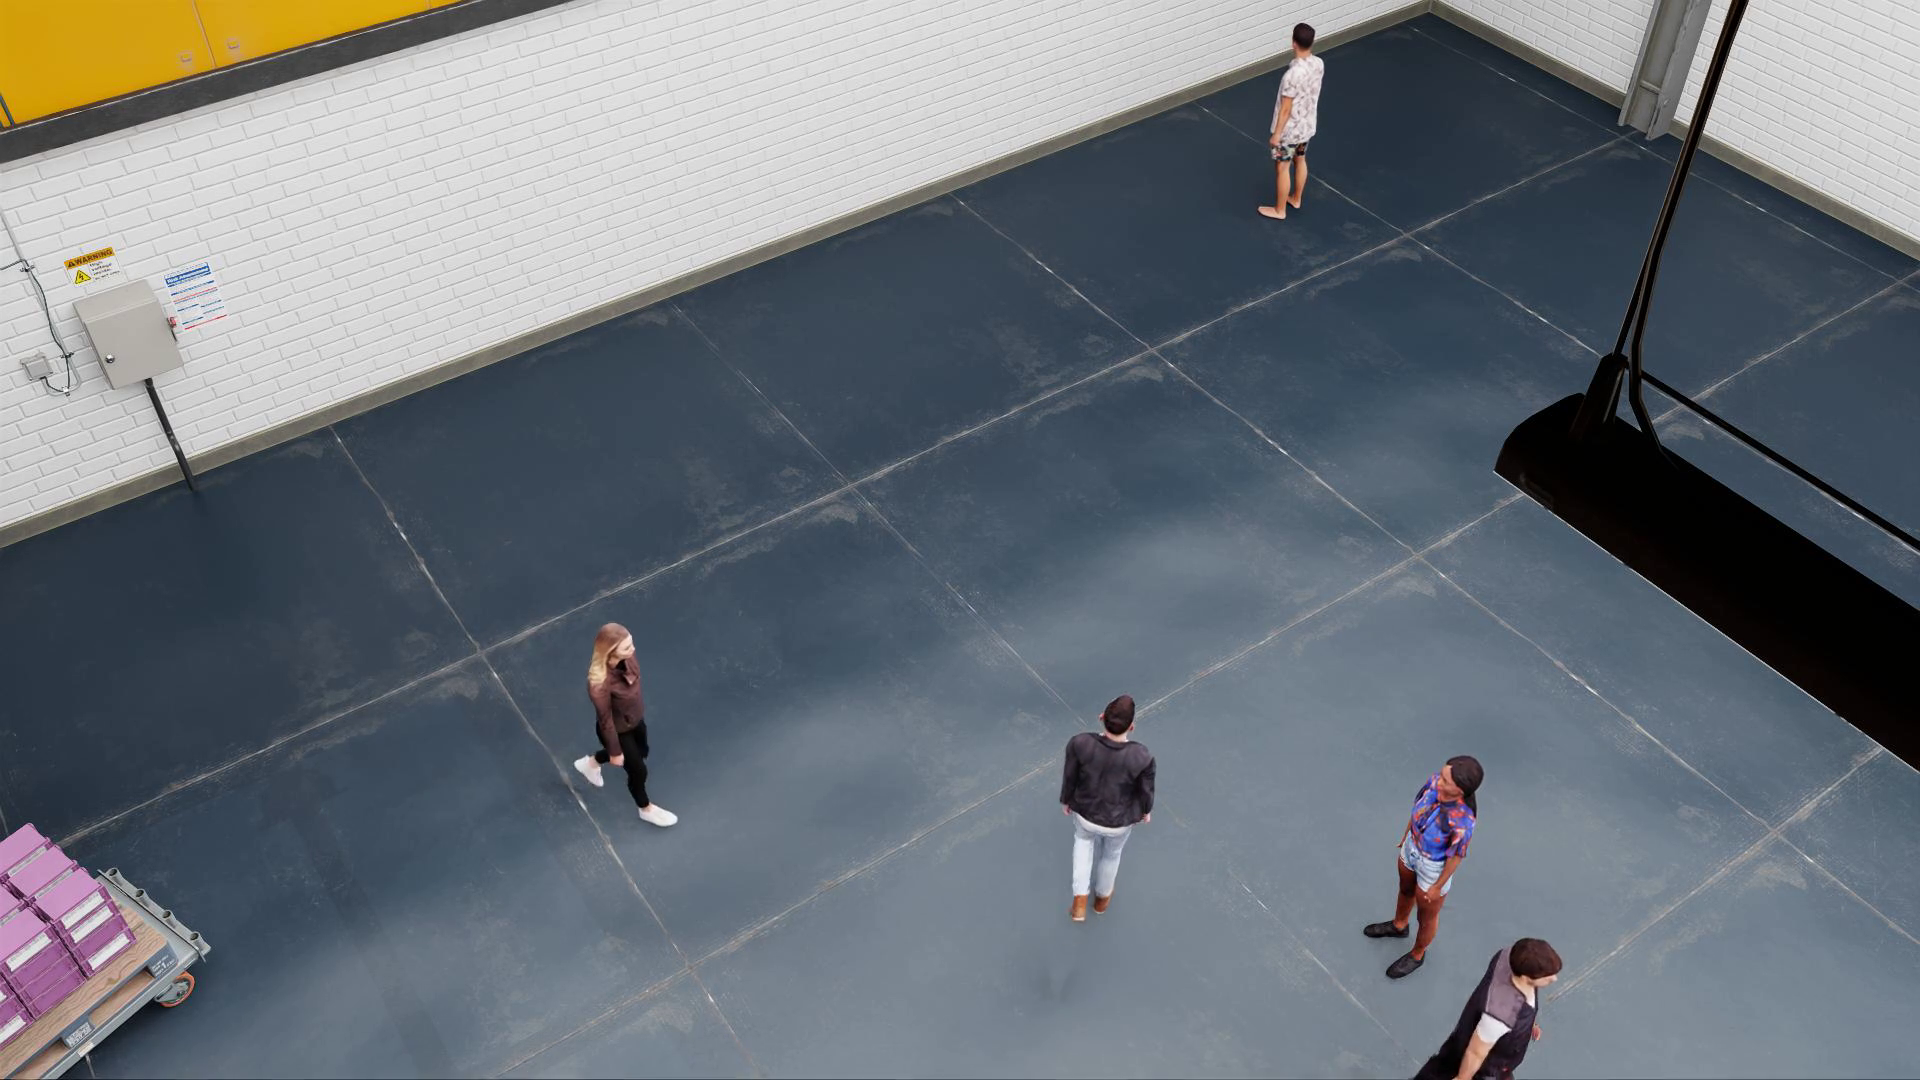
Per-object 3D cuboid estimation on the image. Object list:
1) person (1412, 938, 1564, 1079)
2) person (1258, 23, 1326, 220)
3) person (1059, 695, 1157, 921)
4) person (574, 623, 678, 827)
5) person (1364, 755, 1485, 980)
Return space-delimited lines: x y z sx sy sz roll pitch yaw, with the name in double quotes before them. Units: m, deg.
"person" 2.508 2.466 8.267 1.078 1.825 0.956 14 45 14
"person" 2.979 -3.701 14.747 0.695 1.816 0.609 -33 52 -29
"person" 0.783 1.558 9.222 0.843 1.822 0.907 11 45 11
"person" -2.067 1.077 9.826 1.016 1.685 0.923 11 45 12
"person" 2.561 1.756 9.071 0.708 1.743 0.559 -12 45 -12
